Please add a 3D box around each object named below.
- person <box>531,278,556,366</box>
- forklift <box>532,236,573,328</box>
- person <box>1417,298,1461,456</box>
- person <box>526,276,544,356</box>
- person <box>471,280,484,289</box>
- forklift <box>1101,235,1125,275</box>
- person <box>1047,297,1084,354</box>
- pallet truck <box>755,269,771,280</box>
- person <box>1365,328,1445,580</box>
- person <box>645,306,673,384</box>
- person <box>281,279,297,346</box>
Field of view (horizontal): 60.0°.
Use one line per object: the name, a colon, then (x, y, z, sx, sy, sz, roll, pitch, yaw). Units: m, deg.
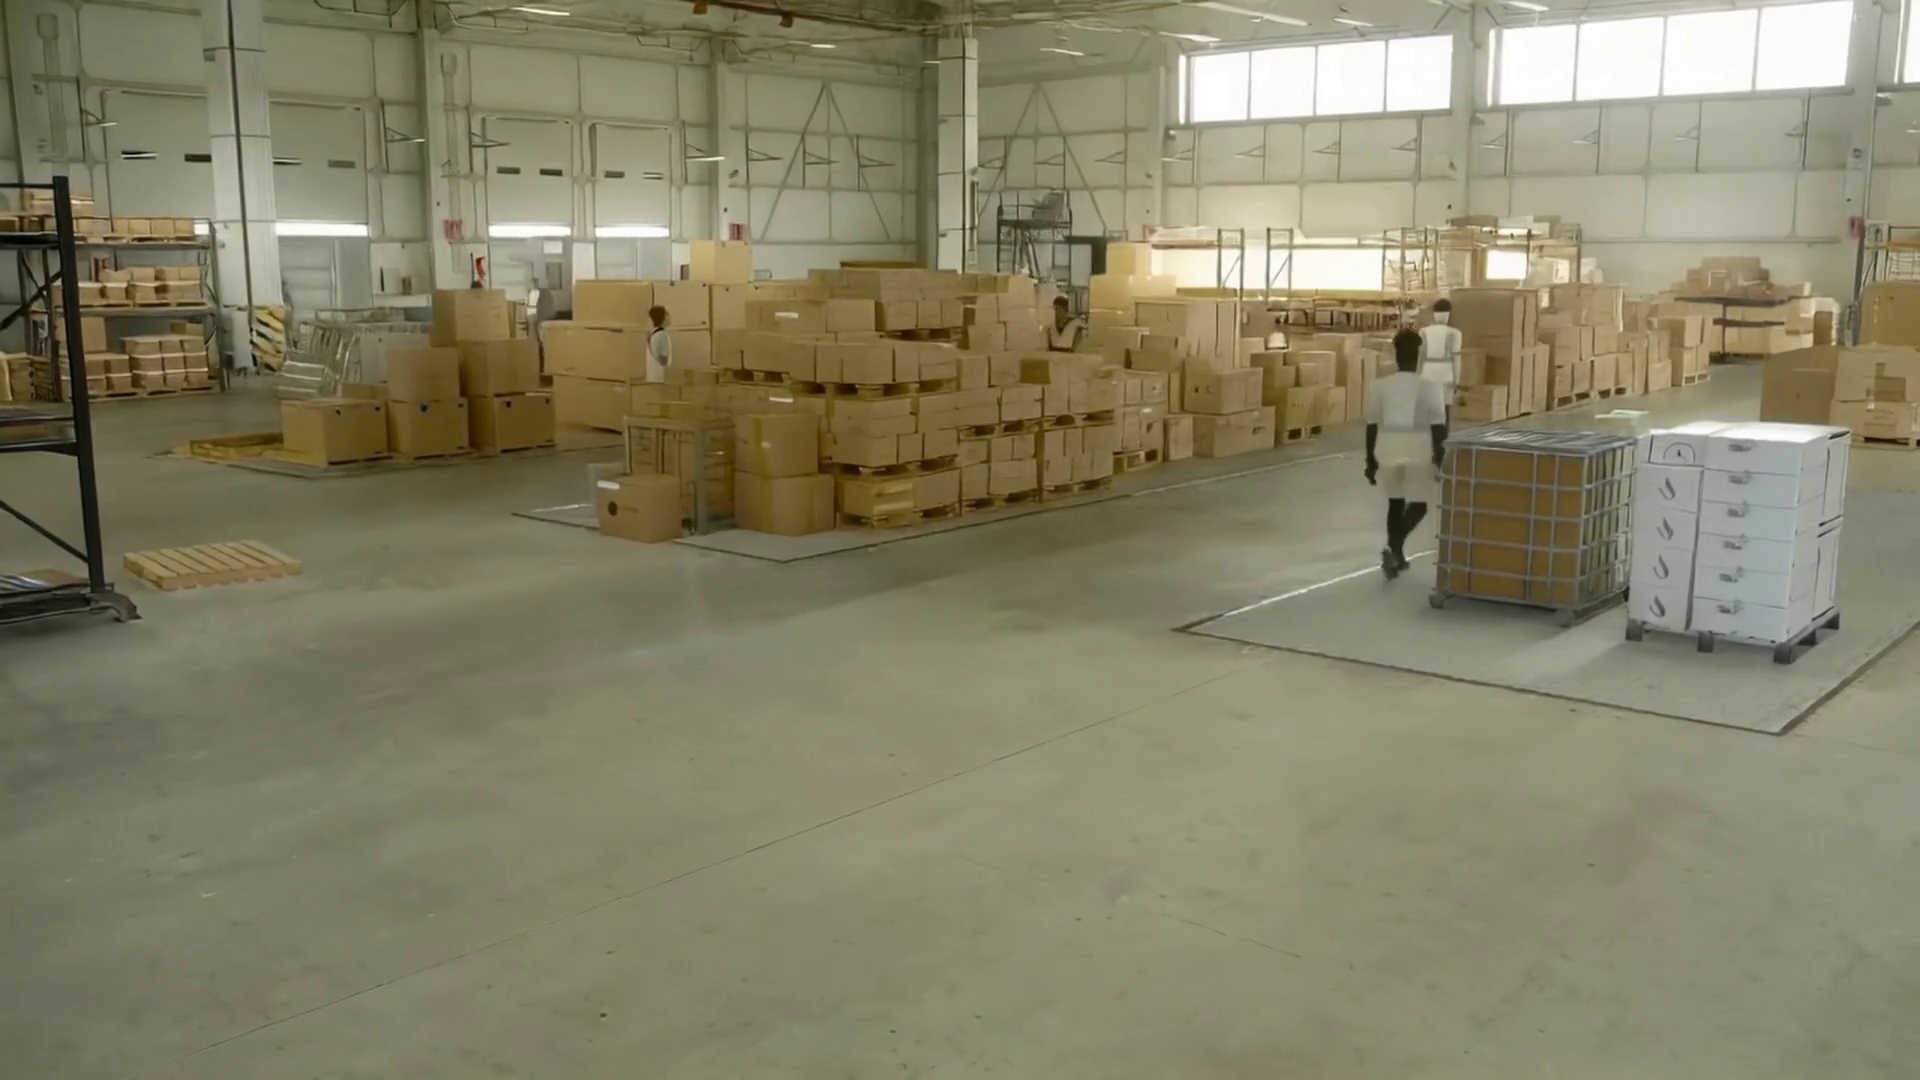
person: (-9.034, -4.684, 35.824, 0.894, 1.902, 0.650, 1, 10, 4)
forklift: (-9.587, -5.788, 39.344, 1.873, 2.768, 1.129, 8, 13, 40)
person: (5.885, -1.998, 20.452, 0.542, 1.938, 0.357, 6, 12, 31)
person: (-9.913, -5.238, 39.058, 0.576, 1.882, 0.362, -9, 14, -43)
person: (-9.394, -4.103, 32.491, 0.658, 1.913, 0.805, -3, 10, -18)
forklift: (3.471, -5.577, 38.147, 1.873, 2.768, 1.129, 2, 10, 14)
person: (1.432, -2.327, 22.440, 0.606, 1.895, 0.538, 8, 13, 39)
pallet truck: (-4.996, -6.432, 45.525, 1.885, 1.965, 0.823, -6, 12, -32)
person: (3.366, -0.641, 12.707, 0.614, 1.941, 0.758, 8, 13, 38)
person: (-3.676, -1.952, 20.454, 0.345, 1.846, 0.508, -6, 12, -31)
person: (-14.474, -4.617, 35.518, 1.002, 1.883, 0.553, -10, 14, -43)
